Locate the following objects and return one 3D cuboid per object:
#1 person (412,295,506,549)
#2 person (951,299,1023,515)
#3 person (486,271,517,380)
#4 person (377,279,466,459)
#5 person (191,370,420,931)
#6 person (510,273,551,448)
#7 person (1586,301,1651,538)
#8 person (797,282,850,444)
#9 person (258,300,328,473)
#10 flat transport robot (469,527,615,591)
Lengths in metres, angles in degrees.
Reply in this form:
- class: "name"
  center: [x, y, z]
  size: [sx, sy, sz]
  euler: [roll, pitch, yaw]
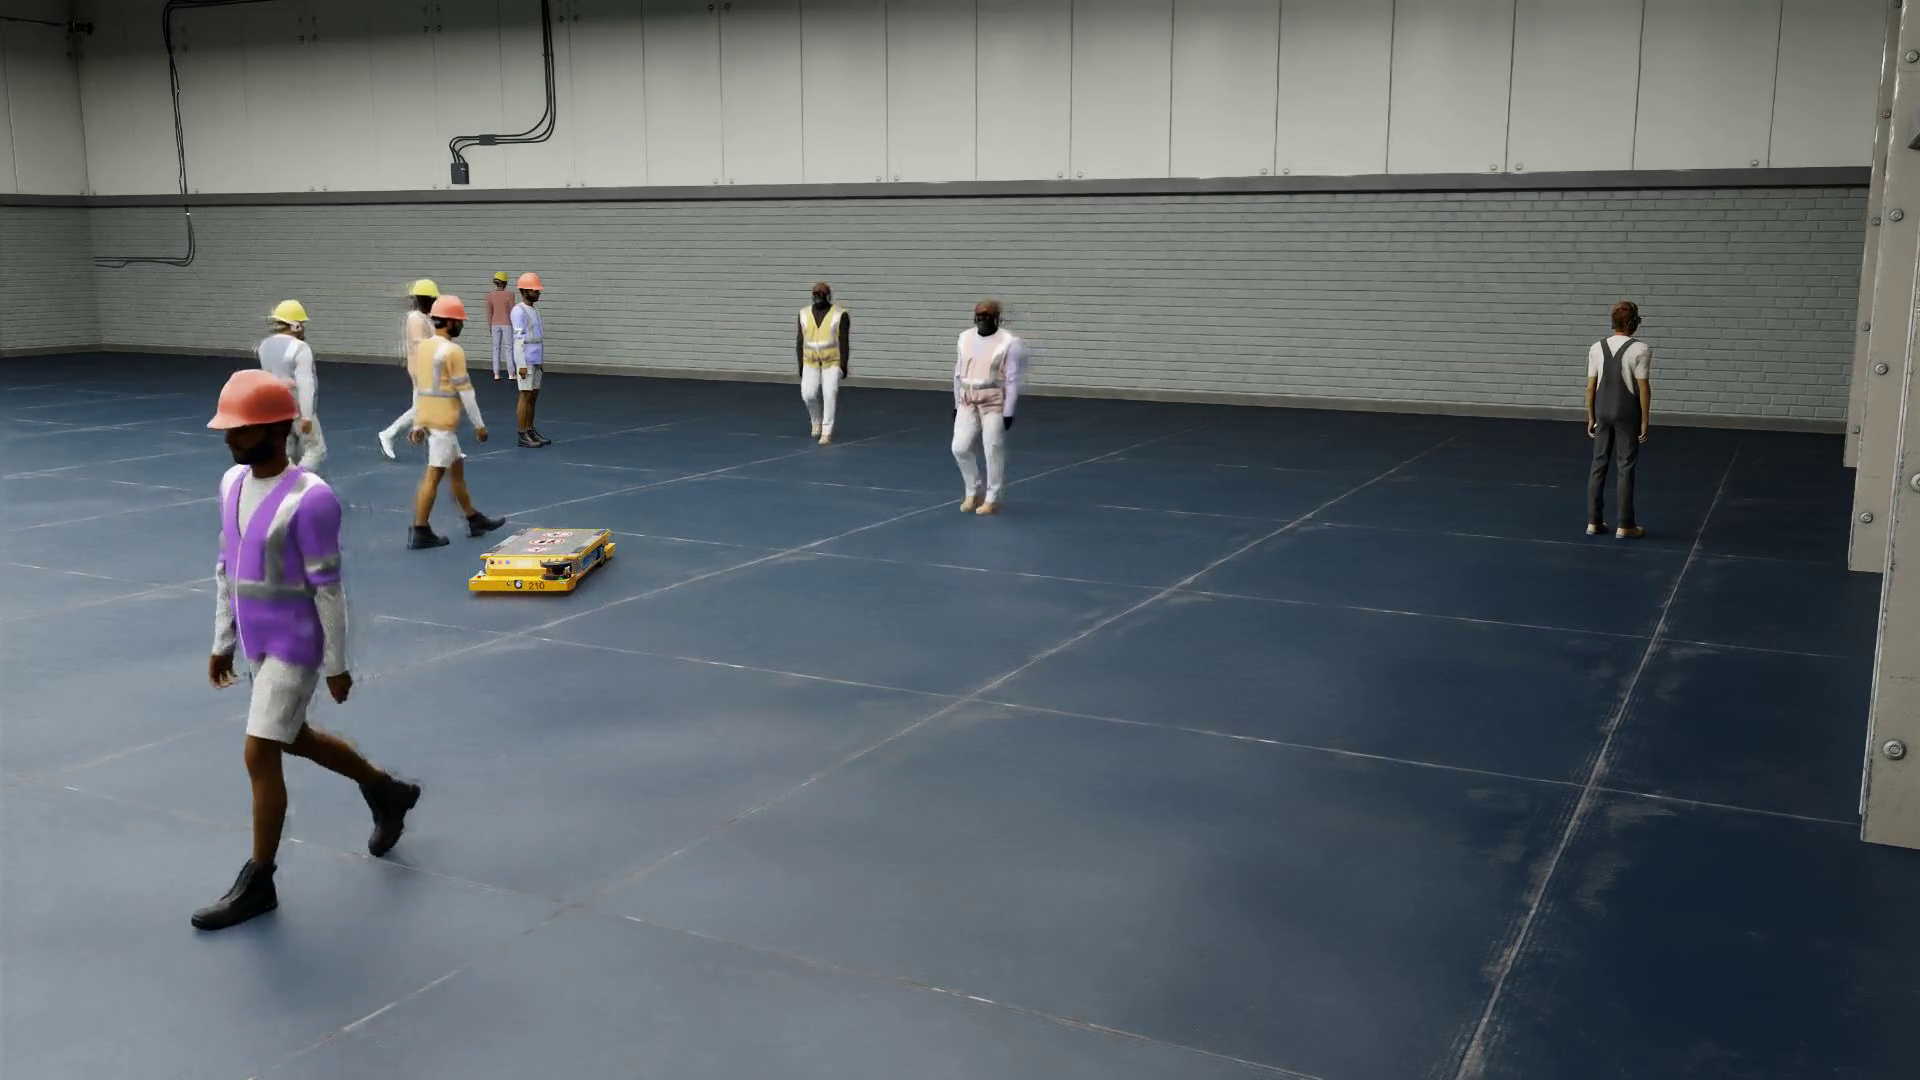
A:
- class: "person"
  center: [-3.841, -0.904, 12.669]
  size: [0.917, 1.889, 0.547]
  euler: [-9, 14, -42]
- class: "person"
  center: [0.201, -1.105, 13.968]
  size: [0.640, 1.821, 0.470]
  euler: [7, 12, 32]
- class: "person"
  center: [-7.425, -3.471, 27.020]
  size: [0.524, 1.769, 0.314]
  euler: [2, 11, 12]
- class: "person"
  center: [-5.671, -1.773, 17.389]
  size: [0.797, 1.906, 0.602]
  euler: [-1, 10, -6]
- class: "person"
  center: [-2.330, 0.337, 5.891]
  size: [0.542, 1.911, 0.918]
  euler: [8, 13, 37]
- class: "person"
  center: [-4.766, -1.998, 18.523]
  size: [0.373, 1.934, 0.551]
  euler: [1, 10, 6]
- class: "person"
  center: [5.139, -0.936, 12.982]
  size: [0.345, 1.847, 0.504]
  euler: [-9, 14, -41]
- class: "person"
  center: [-1.551, -2.003, 18.838]
  size: [0.633, 1.827, 0.446]
  euler: [2, 11, 10]
- class: "person"
  center: [-5.566, -1.085, 13.876]
  size: [0.595, 1.818, 0.418]
  euler: [5, 12, 27]
- class: "flat transport robot"
  center: [-2.869, 0.118, 11.529]
  size: [0.652, 0.197, 1.431]
  euler: [0, 10, 1]
